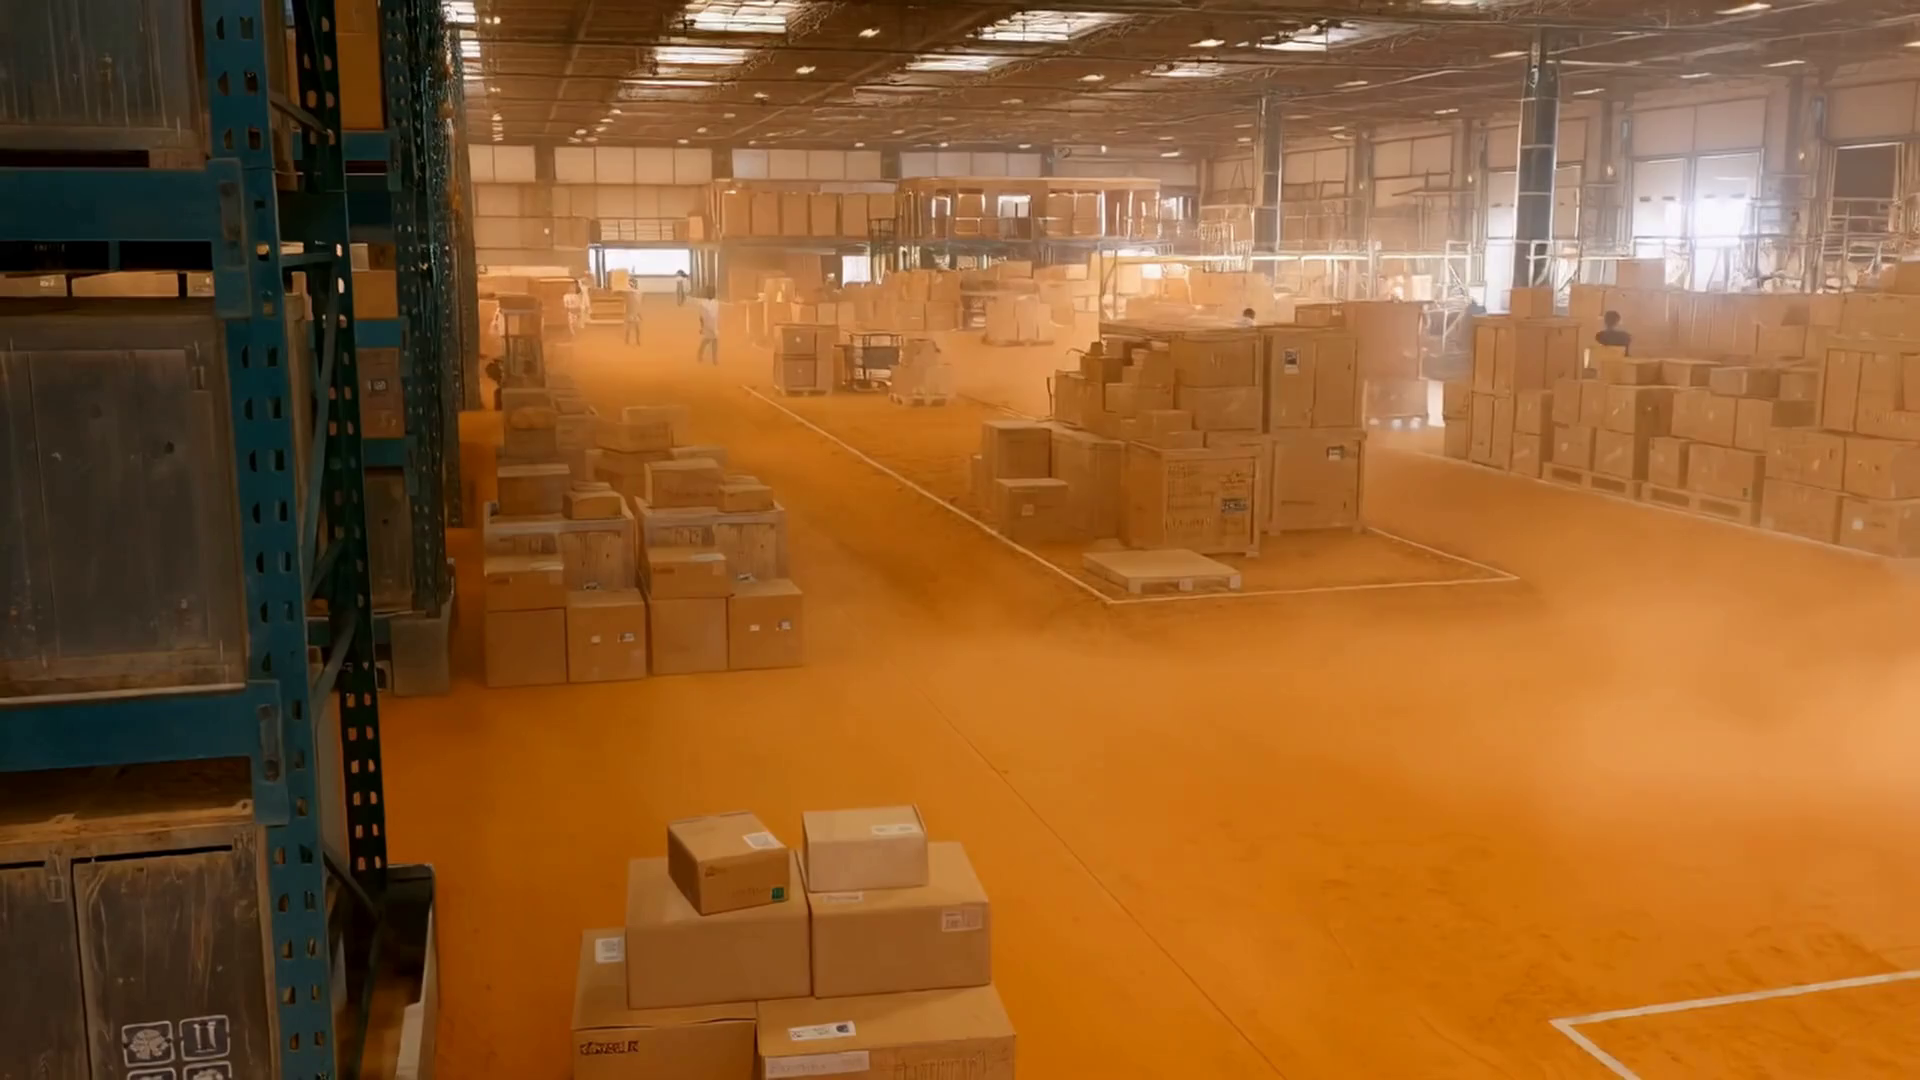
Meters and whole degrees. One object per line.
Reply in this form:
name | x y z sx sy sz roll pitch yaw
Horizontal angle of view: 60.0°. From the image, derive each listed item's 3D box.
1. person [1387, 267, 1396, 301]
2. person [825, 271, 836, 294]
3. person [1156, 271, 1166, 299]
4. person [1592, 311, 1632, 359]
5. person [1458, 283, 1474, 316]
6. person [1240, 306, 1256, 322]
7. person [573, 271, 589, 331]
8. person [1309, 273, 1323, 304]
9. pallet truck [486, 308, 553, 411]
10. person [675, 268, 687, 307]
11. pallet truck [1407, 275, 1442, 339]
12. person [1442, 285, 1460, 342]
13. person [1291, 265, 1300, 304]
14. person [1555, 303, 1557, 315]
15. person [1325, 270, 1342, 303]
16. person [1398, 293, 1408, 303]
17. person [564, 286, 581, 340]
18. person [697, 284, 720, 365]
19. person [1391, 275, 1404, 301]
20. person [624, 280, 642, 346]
person | 20.104 -11.770 77.531 0.413 1.924 0.547 5 11 24
person | -4.462 -8.285 57.501 0.417 2.034 0.604 1 10 5
person | 7.728 -9.391 64.048 0.365 1.927 0.588 -1 10 -3
person | 9.851 -2.539 25.369 0.605 1.879 0.905 -2 10 -9
person | 17.138 -7.900 56.361 0.546 1.671 0.719 -1 10 -8
person | 4.512 -2.705 26.161 0.553 1.935 0.363 -4 11 -21
person | -12.877 -8.109 56.466 0.536 2.000 0.672 -3 10 -16
person | 11.968 -8.009 56.081 0.432 1.982 0.618 10 14 43
pallet truck | -6.242 -2.418 24.362 0.823 1.965 1.885 1 10 3
person | -13.139 -11.867 78.271 0.585 1.863 0.816 0 10 -3
pallet truck | 14.620 -7.324 52.145 0.823 1.965 1.885 8 13 40
person | 14.629 -6.737 49.553 0.496 1.735 0.400 5 11 27
person | 16.313 -12.445 81.185 0.551 1.976 0.657 7 12 34
person | 17.769 -6.860 50.298 0.920 1.712 0.550 -4 11 -20
person | 14.730 -9.698 65.831 0.645 1.905 0.936 6 12 31
person | 9.856 -4.599 37.207 0.525 1.824 0.553 1 10 4
person | -11.891 -6.968 51.055 0.530 1.673 0.751 -2 10 -9
person | -6.100 -5.202 40.238 0.612 1.953 0.562 -7 12 -35
person | 14.750 -7.982 56.106 0.389 1.922 0.589 1 10 7
person | -9.509 -6.592 48.239 0.545 1.921 0.626 -7 12 -36
